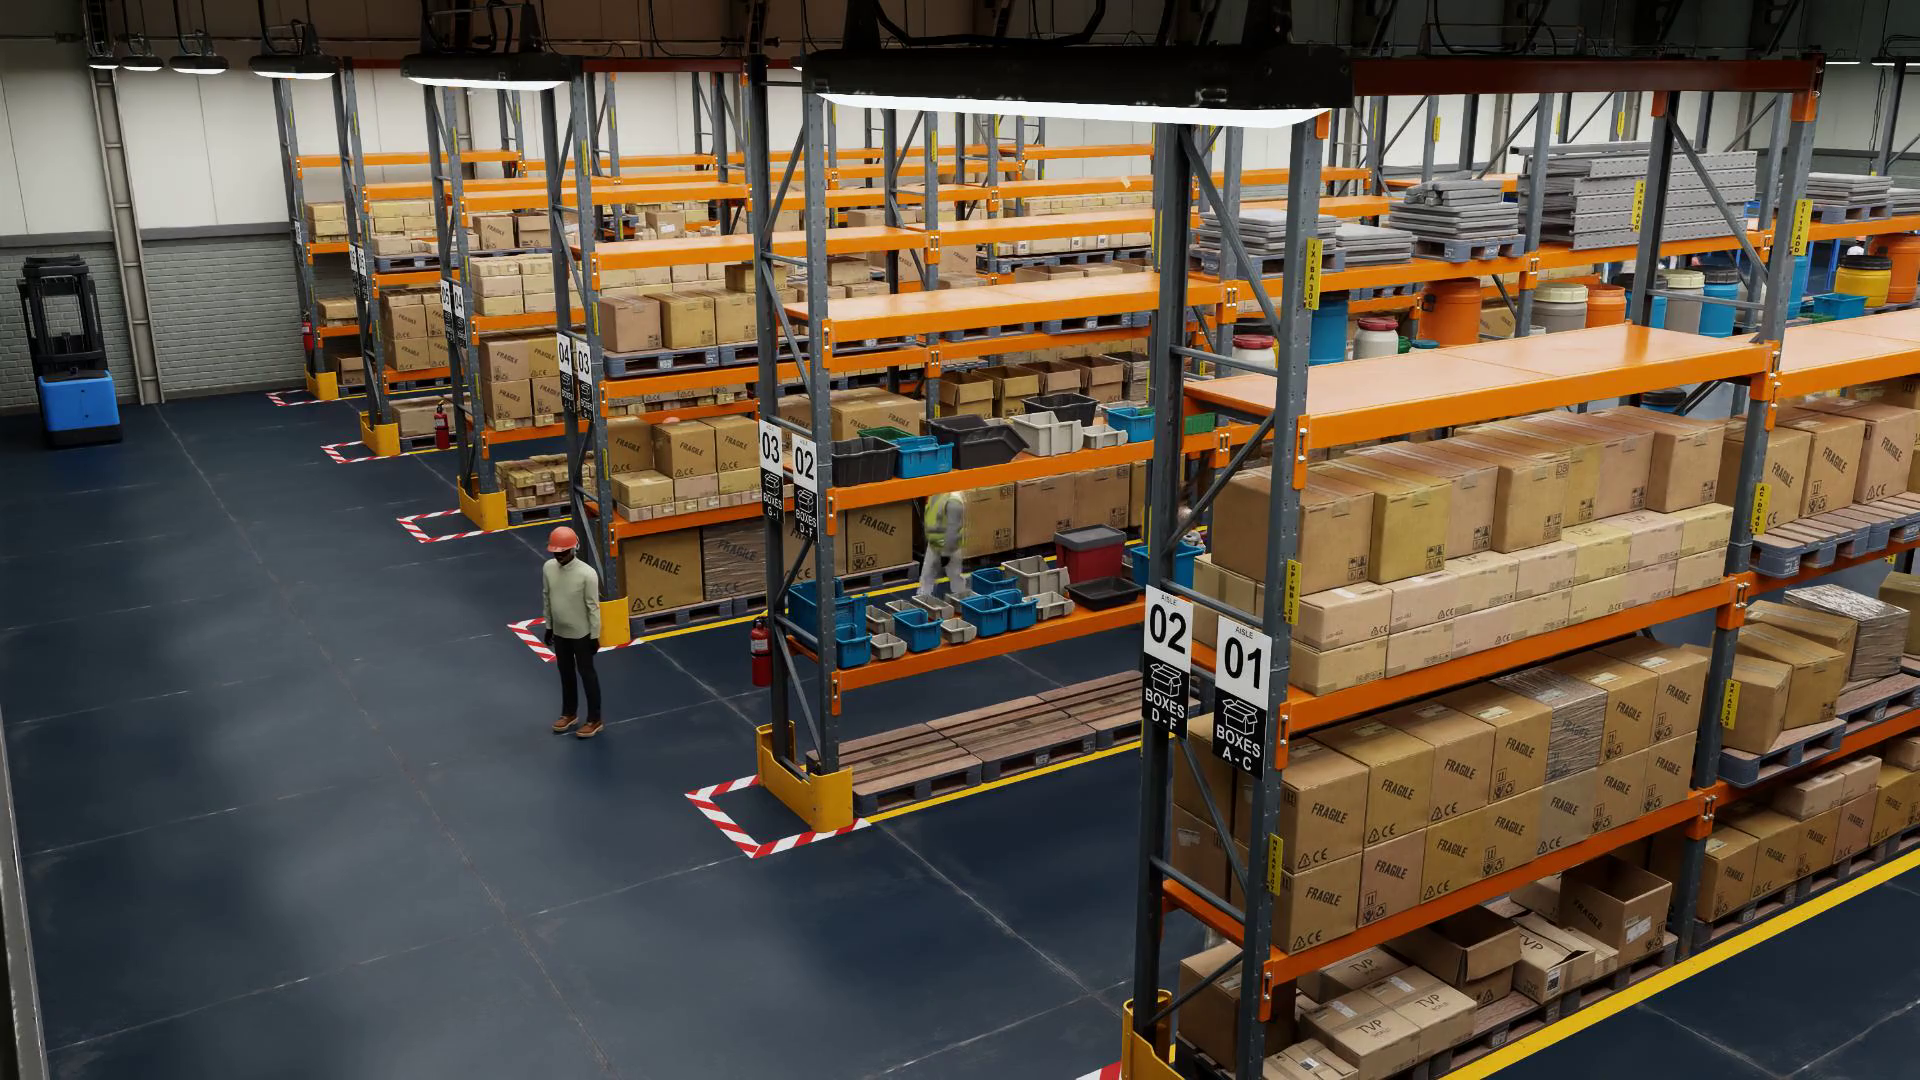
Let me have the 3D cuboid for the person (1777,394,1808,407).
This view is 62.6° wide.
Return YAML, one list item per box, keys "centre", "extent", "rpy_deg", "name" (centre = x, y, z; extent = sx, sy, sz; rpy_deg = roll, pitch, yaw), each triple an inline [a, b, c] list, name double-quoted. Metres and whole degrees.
- centre: [12.450, -1.980, 23.673]
  extent: [0.567, 1.911, 0.463]
  rpy_deg: [6, 18, 19]
  name: "person"

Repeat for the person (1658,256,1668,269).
- centre: [16.328, -5.954, 37.180]
  extent: [0.610, 1.619, 0.535]
  rpy_deg: [-1, 17, -5]
  name: "person"

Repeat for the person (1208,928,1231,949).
- centre: [2.025, 2.034, 11.061]
  extent: [0.880, 1.582, 0.507]
  rpy_deg: [-14, 22, -38]
  name: "person"

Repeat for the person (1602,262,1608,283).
- centre: [17.803, -8.048, 43.654]
  extent: [0.516, 1.864, 0.319]
  rpy_deg: [-8, 19, -25]
  name: "person"

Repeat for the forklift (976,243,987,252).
- centre: [0.988, -5.474, 34.718]
  extent: [1.214, 2.155, 2.313]
  rpy_deg: [-10, 20, -31]
  name: "forklift"

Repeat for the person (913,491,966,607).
- centre: [-0.300, 0.072, 17.099]
  extent: [0.848, 1.811, 0.654]
  rpy_deg: [-7, 18, -22]
  name: "person"

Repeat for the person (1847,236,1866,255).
- centre: [21.812, -6.502, 38.451]
  extent: [0.379, 1.937, 0.547]
  rpy_deg: [-3, 17, -8]
  name: "person"

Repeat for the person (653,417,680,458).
- centre: [-3.424, -0.517, 18.842]
  extent: [0.373, 1.928, 0.543]
  rpy_deg: [-12, 20, -34]
  name: "person"

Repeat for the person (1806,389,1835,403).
- centre: [12.563, -1.794, 22.916]
  extent: [0.626, 2.006, 0.862]
  rpy_deg: [-8, 19, -25]
  name: "person"

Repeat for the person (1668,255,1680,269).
- centre: [19.225, -7.669, 42.177]
  extent: [0.609, 1.996, 0.379]
  rpy_deg: [13, 21, 37]
  name: "person"

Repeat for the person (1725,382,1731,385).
- centre: [14.687, -3.894, 30.043]
  extent: [0.566, 1.852, 0.442]
  rpy_deg: [6, 18, 20]
  name: "person"

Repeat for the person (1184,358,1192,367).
- centre: [3.436, -1.974, 24.117]
  extent: [0.278, 1.633, 0.507]
  rpy_deg: [-13, 21, -36]
  name: "person"

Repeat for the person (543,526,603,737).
- centre: [-3.538, 0.821, 14.363]
  extent: [0.617, 1.986, 0.407]
  rpy_deg: [9, 19, 28]
  name: "person"

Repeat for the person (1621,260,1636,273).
- centre: [16.170, -6.228, 37.660]
  extent: [0.821, 1.872, 0.710]
  rpy_deg: [-6, 18, -19]
  name: "person"

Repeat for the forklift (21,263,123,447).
- centre: [-14.518, -3.079, 25.708]
  extent: [1.129, 2.768, 1.873]
  rpy_deg: [-10, 20, -31]
  name: "forklift"

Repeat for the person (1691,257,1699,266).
- centre: [15.902, -5.210, 34.326]
  extent: [0.909, 1.869, 0.548]
  rpy_deg: [4, 17, 13]
  name: "person"

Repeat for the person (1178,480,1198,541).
- centre: [2.364, 0.142, 17.193]
  extent: [0.531, 1.624, 0.533]
  rpy_deg: [-11, 20, -31]
  name: "person"
